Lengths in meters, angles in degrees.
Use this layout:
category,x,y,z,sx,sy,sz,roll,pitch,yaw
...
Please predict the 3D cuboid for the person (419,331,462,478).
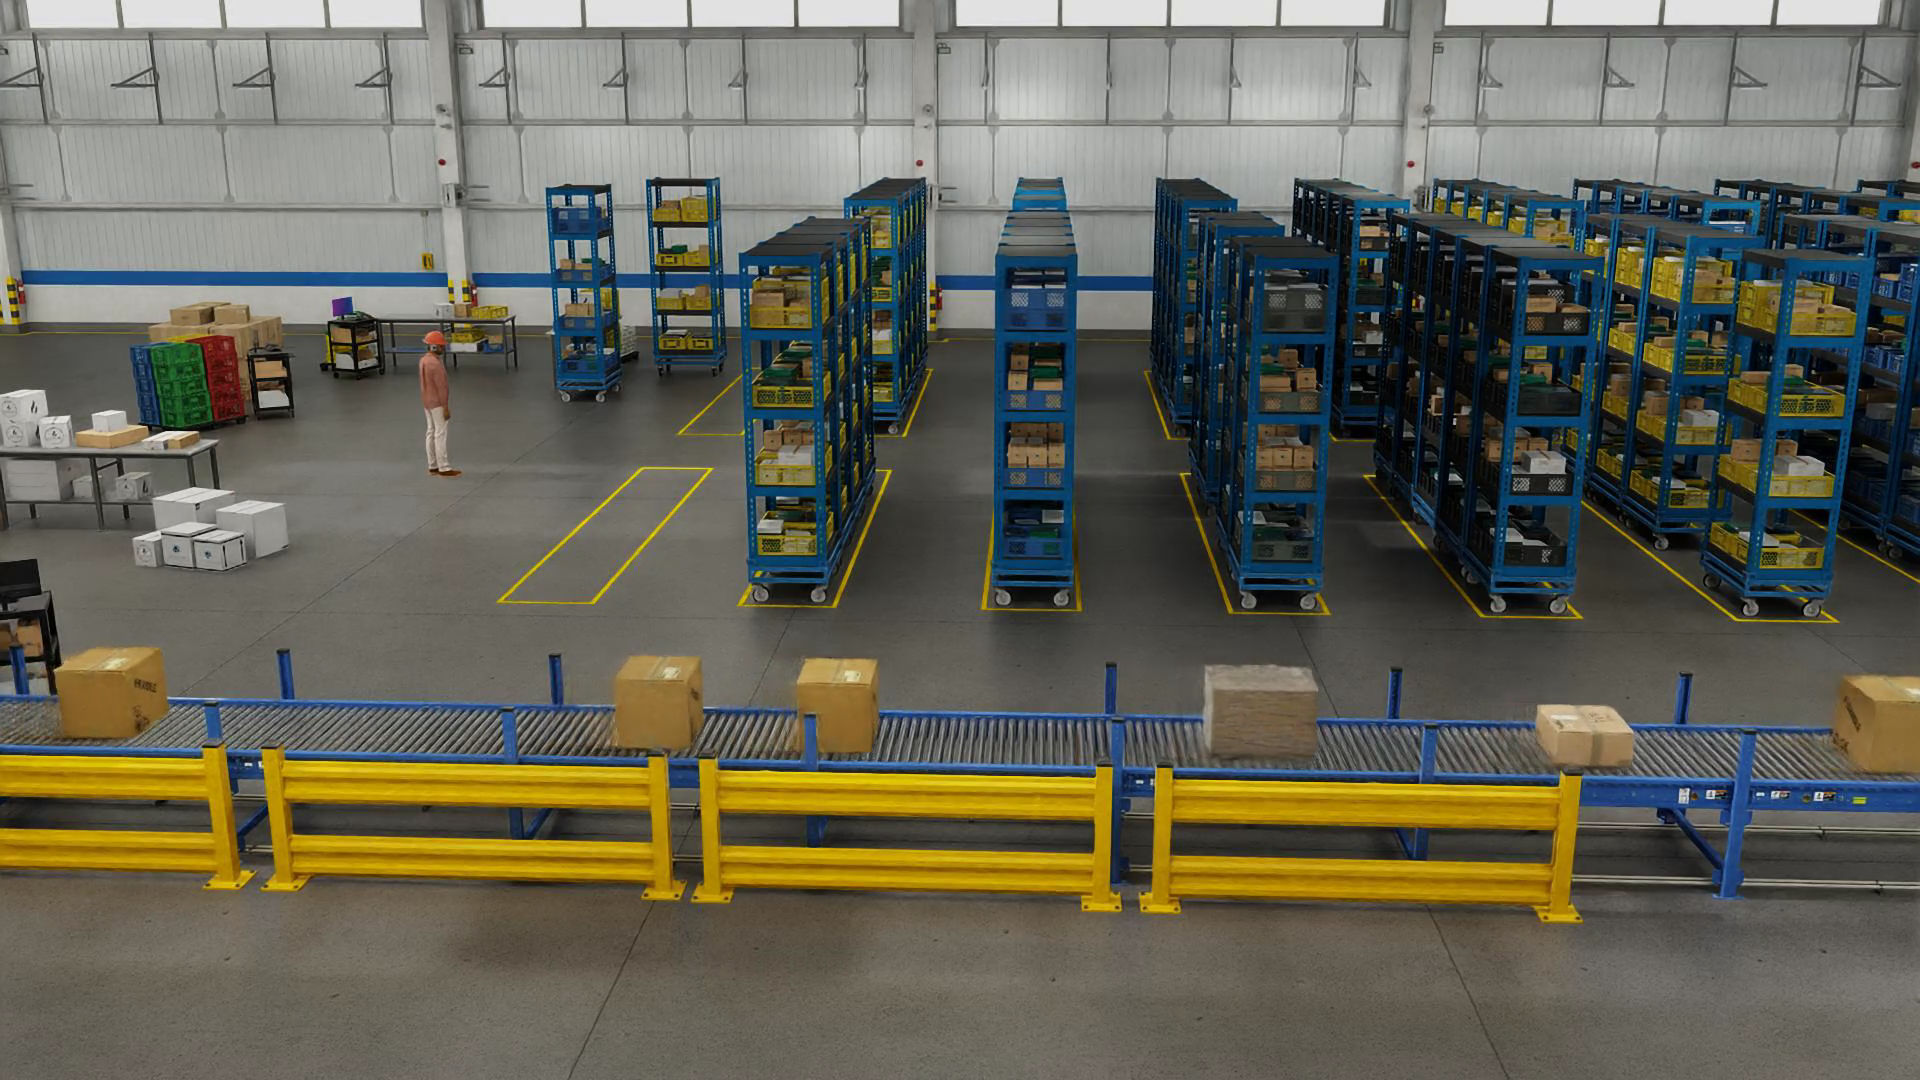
category,x,y,z,sx,sy,sz,roll,pitch,yaw
person,-7.095,-1.838,22.601,0.394,1.985,0.611,-13,20,-40
